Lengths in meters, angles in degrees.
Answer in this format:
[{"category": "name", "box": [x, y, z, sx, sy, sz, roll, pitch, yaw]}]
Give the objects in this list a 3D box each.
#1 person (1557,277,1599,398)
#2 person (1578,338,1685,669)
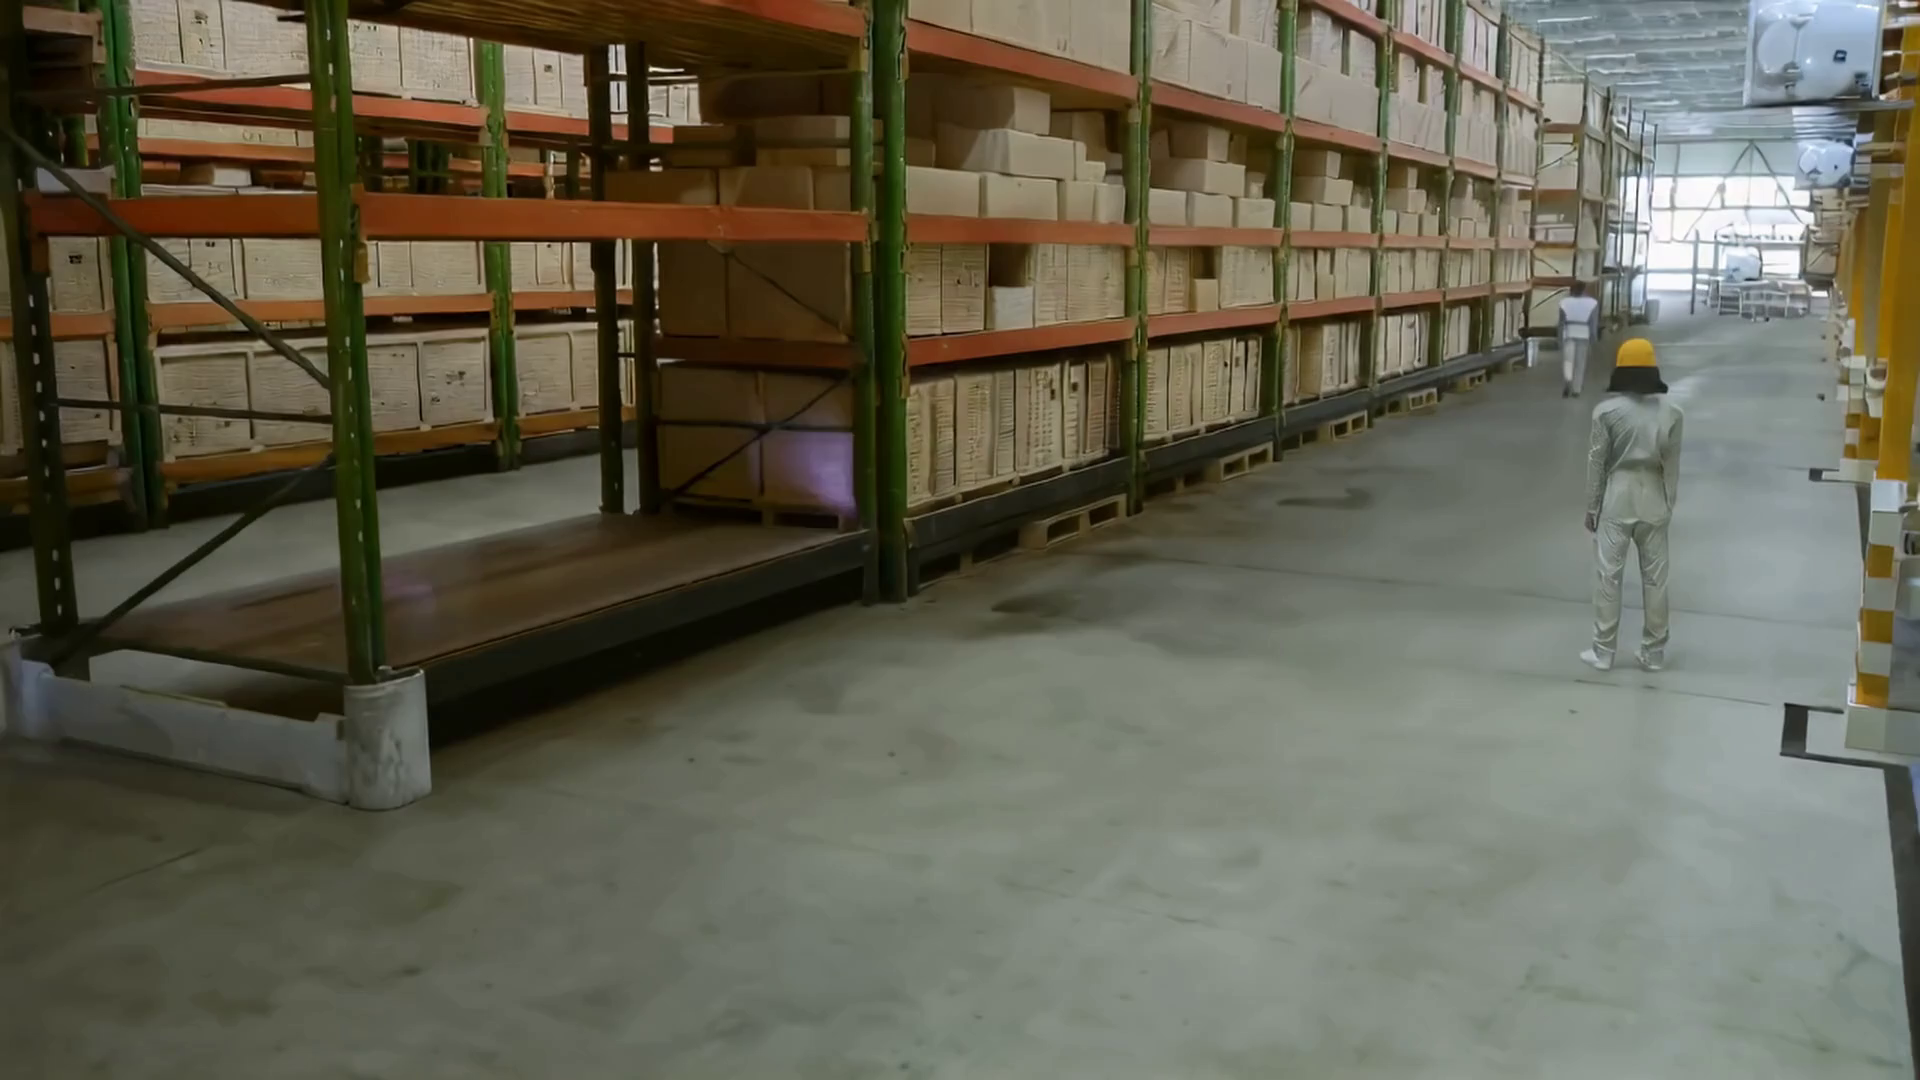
[{"category": "person", "box": [9.227, -3.019, 24.881, 0.566, 1.827, 0.690, 3, 10, 18]}, {"category": "person", "box": [3.524, -0.187, 8.755, 0.483, 1.735, 0.340, 0, 10, -2]}]
